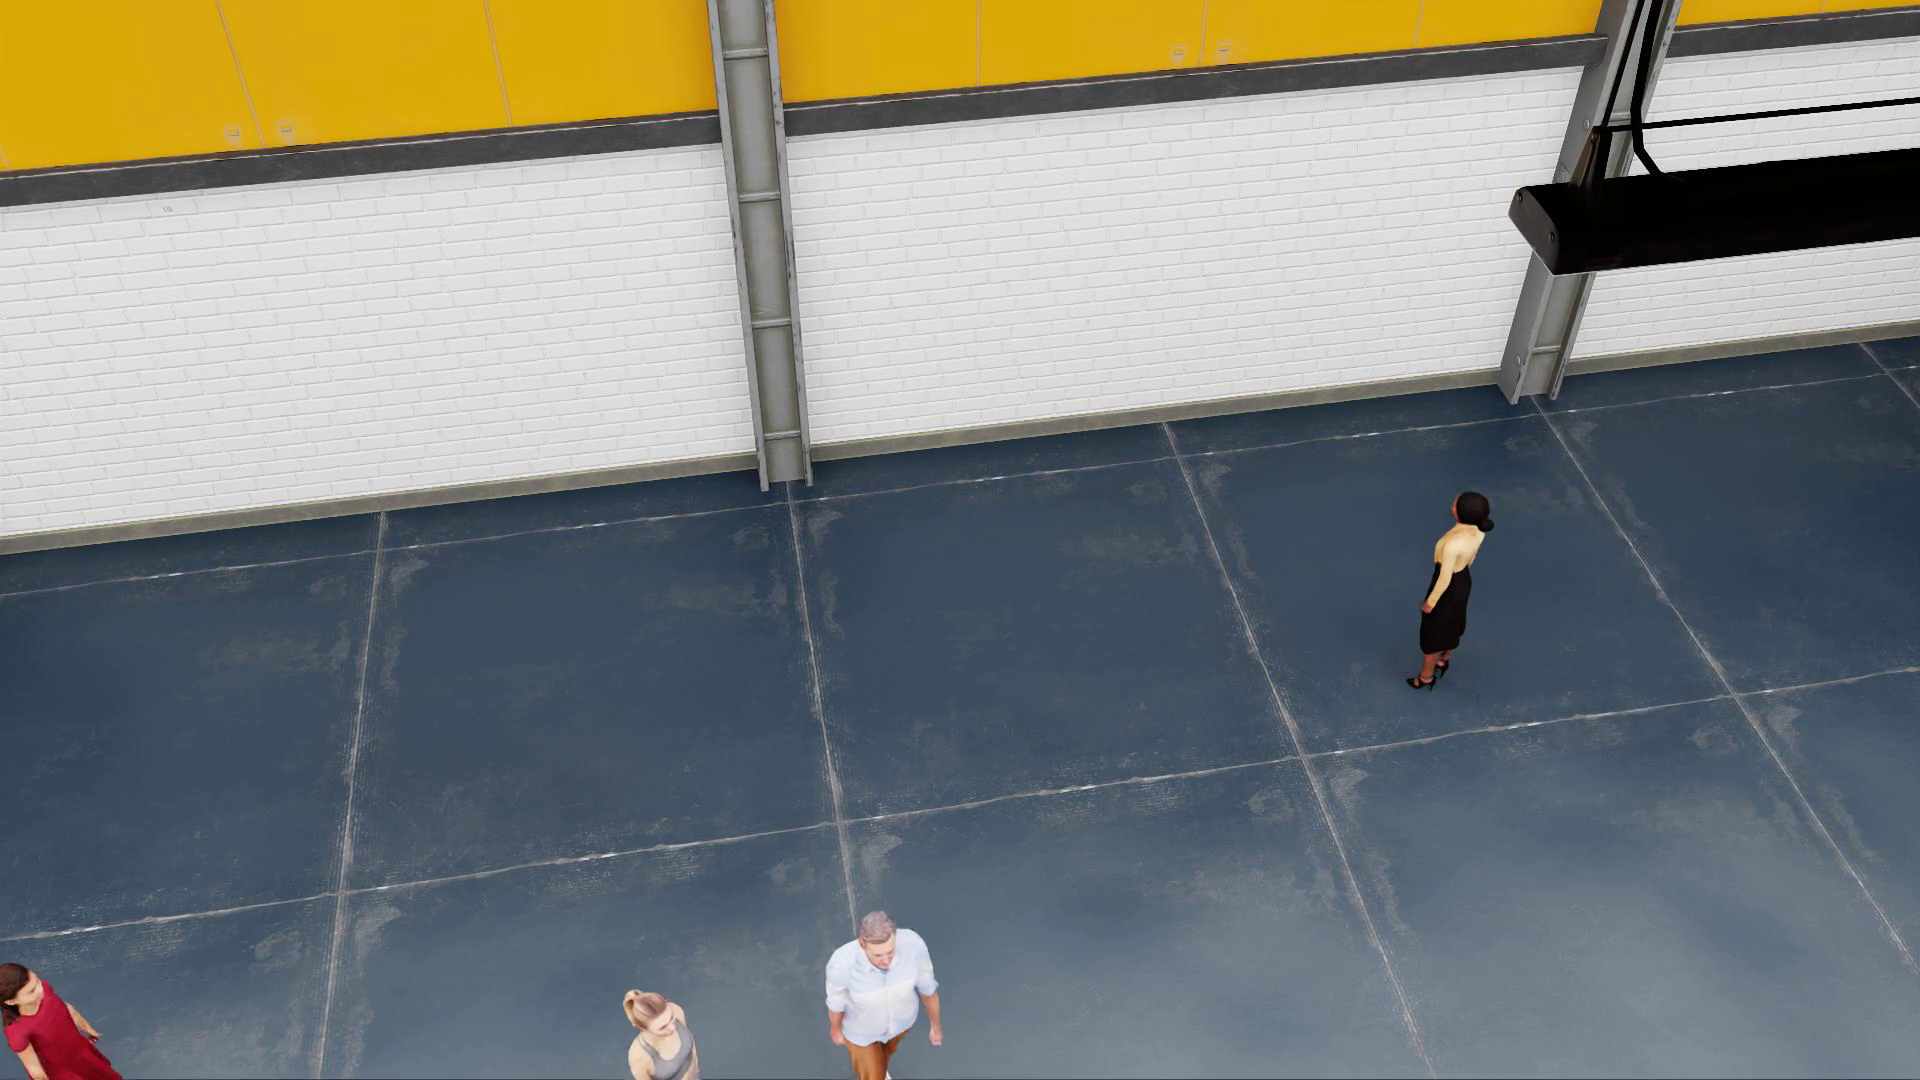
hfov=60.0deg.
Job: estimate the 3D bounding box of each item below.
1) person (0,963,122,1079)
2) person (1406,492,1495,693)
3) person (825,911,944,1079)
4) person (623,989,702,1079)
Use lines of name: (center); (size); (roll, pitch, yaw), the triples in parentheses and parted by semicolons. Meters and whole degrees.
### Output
person: (-4.569, 2.594, 8.315); (0.634, 1.547, 0.560); (-4, 44, -4)
person: (3.117, 0.332, 10.612); (0.647, 1.654, 0.734); (-34, 53, -31)
person: (-0.440, 2.339, 8.400); (1.006, 1.799, 0.926); (-18, 46, -18)
person: (-1.474, 2.665, 8.137); (1.011, 1.690, 0.894); (18, 46, 18)
